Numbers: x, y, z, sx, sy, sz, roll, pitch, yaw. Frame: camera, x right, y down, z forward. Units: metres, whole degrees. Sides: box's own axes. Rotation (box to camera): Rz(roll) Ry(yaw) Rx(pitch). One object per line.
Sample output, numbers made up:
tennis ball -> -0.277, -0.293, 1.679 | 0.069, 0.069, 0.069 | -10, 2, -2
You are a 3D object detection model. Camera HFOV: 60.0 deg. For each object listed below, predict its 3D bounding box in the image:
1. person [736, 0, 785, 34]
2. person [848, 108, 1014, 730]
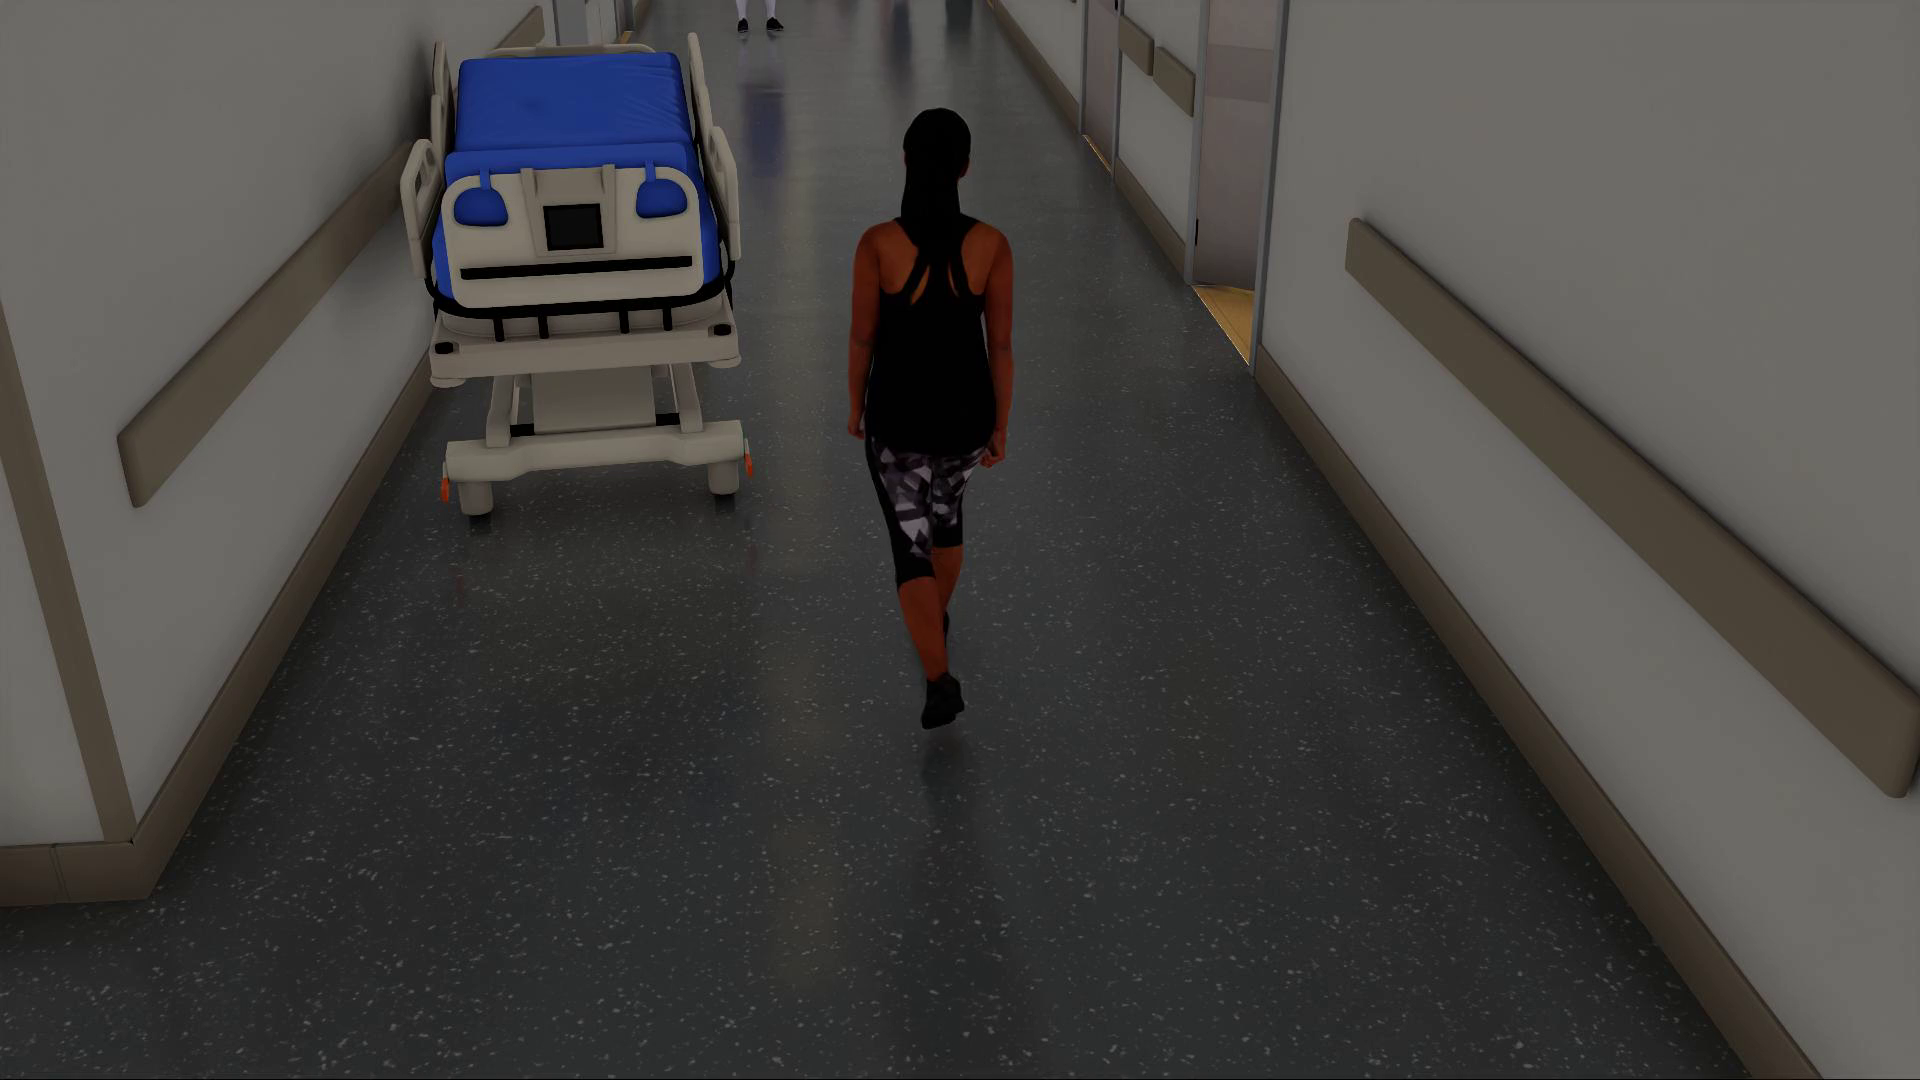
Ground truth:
person -> -1.869, -5.579, 15.115 | 0.607, 1.839, 0.786 | -9, 27, -18
person -> -0.076, -0.284, 4.374 | 1.033, 1.630, 0.735 | -6, 26, -12
